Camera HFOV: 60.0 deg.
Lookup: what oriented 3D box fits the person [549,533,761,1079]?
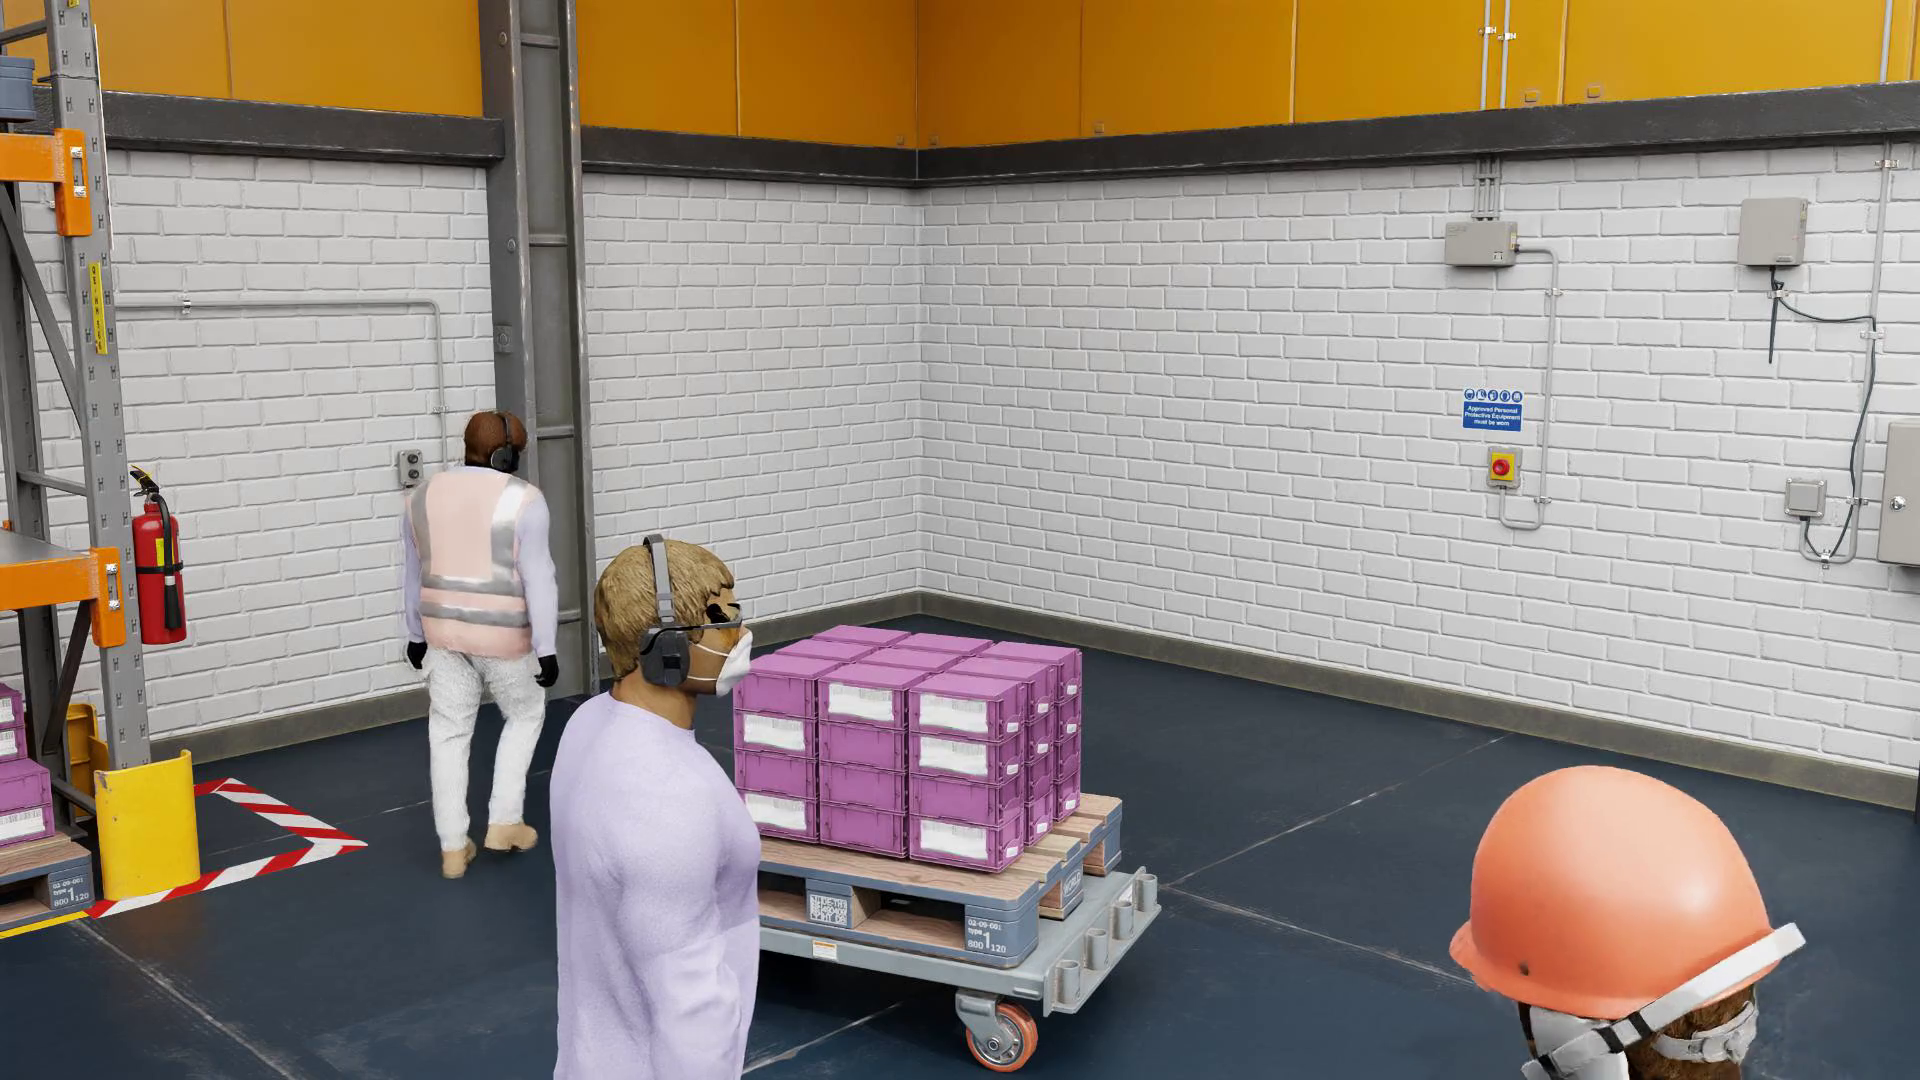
[{"bbox_3d":[-0.490,0.948,2.809,0.371,1.941,0.627,-4,10,-24],"label":"person"}]

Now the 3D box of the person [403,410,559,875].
[{"bbox_3d":[-1.891,0.396,6.592,0.724,1.807,0.586,2,9,11],"label":"person"}]

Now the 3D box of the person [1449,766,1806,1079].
[{"bbox_3d":[0.662,1.168,1.511,0.636,1.931,1.074,2,9,11],"label":"person"}]
